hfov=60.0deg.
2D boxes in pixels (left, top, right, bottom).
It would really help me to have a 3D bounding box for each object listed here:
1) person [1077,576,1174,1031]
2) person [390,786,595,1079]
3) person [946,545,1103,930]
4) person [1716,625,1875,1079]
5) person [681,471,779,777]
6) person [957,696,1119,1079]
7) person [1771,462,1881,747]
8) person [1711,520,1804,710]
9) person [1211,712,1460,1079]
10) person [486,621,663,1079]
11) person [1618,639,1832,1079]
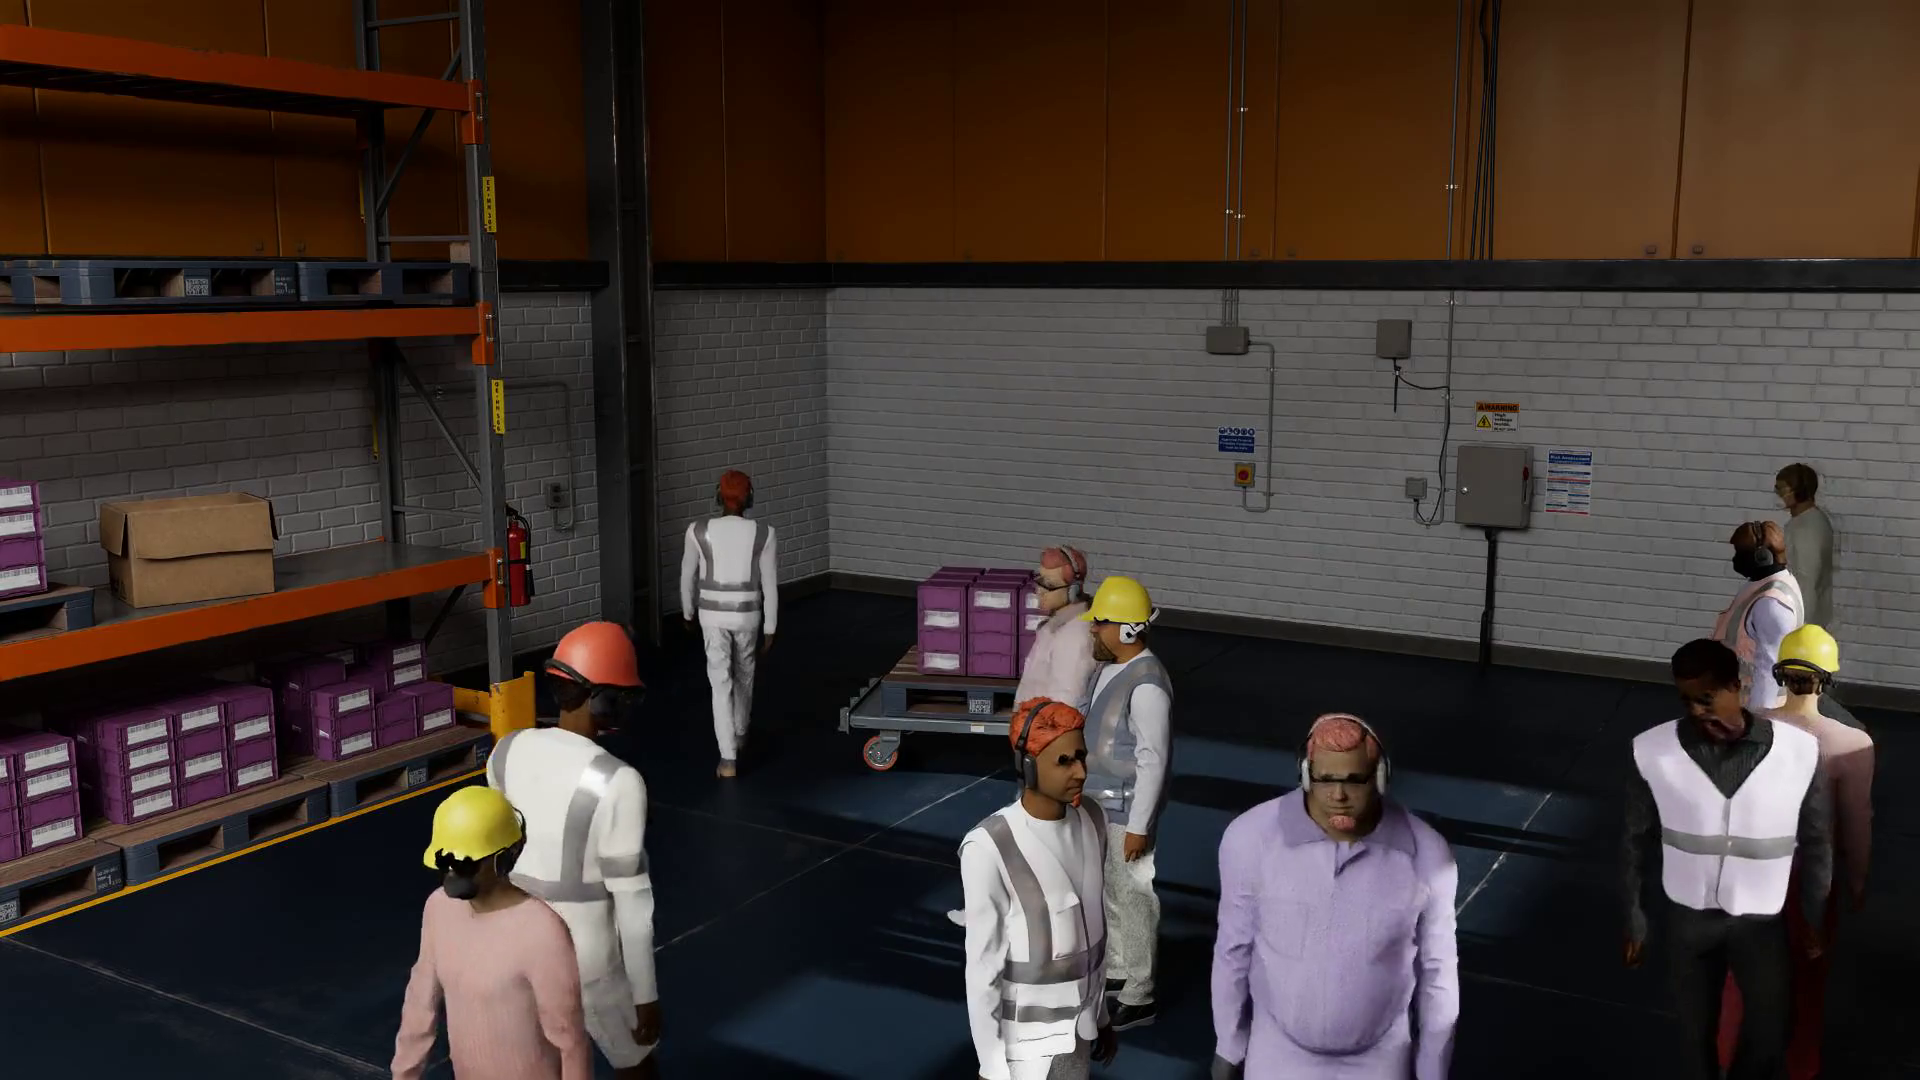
[{"bbox_3d":[0.645,1.049,6.722,0.404,1.832,0.594,-2,9,-11],"label":"person"},{"bbox_3d":[-1.264,1.480,4.387,0.547,1.713,0.937,7,11,36],"label":"person"},{"bbox_3d":[0.290,0.950,7.228,0.797,1.866,0.673,0,9,1],"label":"person"},{"bbox_3d":[3.056,1.183,6.115,0.527,1.761,0.347,8,12,42],"label":"person"},{"bbox_3d":[-1.411,0.491,10.253,0.587,1.833,1.025,-2,9,-11],"label":"person"},{"bbox_3d":[0.233,1.362,4.613,0.352,1.882,0.576,7,12,38],"label":"person"},{"bbox_3d":[5.116,0.490,9.970,0.706,1.917,0.632,5,10,27],"label":"person"},{"bbox_3d":[3.896,0.812,8.193,0.429,1.838,0.621,4,10,24],"label":"person"},{"bbox_3d":[1.012,1.377,4.508,0.664,1.884,0.434,1,9,8],"label":"person"},{"bbox_3d":[-1.149,1.247,5.068,0.808,1.987,0.586,6,11,31],"label":"person"},{"bbox_3d":[2.537,1.217,5.557,0.656,1.871,0.636,3,10,19],"label":"person"}]
